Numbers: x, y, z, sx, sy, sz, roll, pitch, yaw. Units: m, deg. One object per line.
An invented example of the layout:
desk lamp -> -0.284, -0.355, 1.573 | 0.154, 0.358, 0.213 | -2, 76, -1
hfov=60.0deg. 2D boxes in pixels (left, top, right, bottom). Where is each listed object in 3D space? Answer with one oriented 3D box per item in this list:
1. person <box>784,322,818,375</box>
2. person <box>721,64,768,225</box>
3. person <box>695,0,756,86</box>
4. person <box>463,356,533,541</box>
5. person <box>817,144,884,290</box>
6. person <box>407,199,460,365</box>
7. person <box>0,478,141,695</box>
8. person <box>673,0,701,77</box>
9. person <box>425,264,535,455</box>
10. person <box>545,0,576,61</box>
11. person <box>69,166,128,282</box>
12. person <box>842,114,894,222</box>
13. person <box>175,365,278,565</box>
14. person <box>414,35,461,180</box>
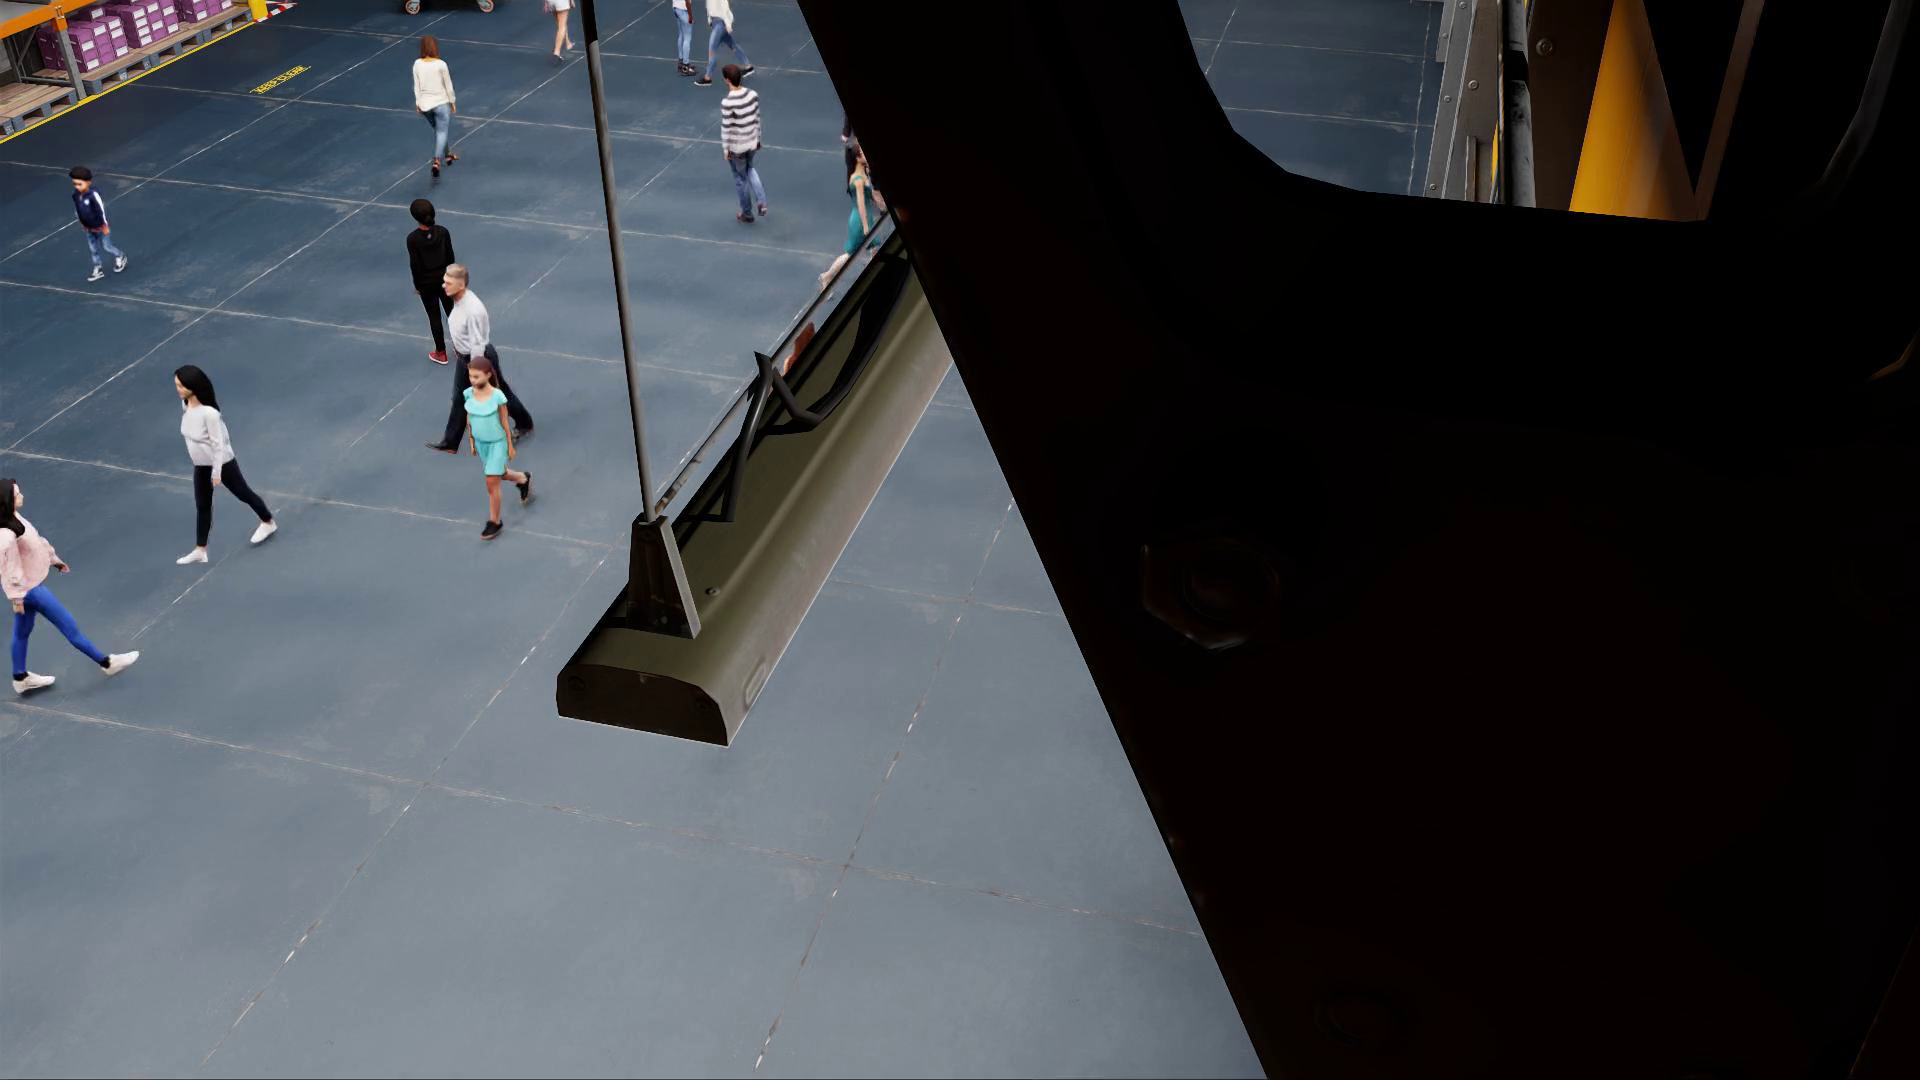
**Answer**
person -> -1.253, -0.963, 13.651 | 0.656, 1.713, 0.681 | 1, 34, 2
person -> -2.393, -4.419, 18.744 | 0.836, 1.831, 0.901 | -25, 41, -33
person -> -3.220, -7.122, 22.976 | 1.161, 1.647, 1.141 | -16, 37, -22
person -> -3.778, -0.817, 13.592 | 0.636, 1.536, 1.031 | 13, 36, 18
person -> -1.110, -3.255, 17.152 | 0.809, 1.654, 1.028 | 0, 34, 1
person -> -5.038, -2.496, 15.991 | 0.662, 1.675, 0.745 | -23, 40, -31
person -> -6.627, 0.365, 11.646 | 1.144, 1.721, 1.105 | -17, 37, -23
person -> -3.895, -7.431, 23.376 | 0.709, 1.720, 0.644 | -17, 37, -23
person -> -4.137, -1.588, 14.547 | 1.300, 1.763, 1.153 | -23, 40, -31
person -> -5.804, -7.713, 23.934 | 0.555, 1.571, 1.056 | 9, 35, 13
person -> -9.232, -3.415, 17.790 | 0.551, 1.215, 0.728 | 11, 35, 15
person -> -1.073, -4.649, 19.056 | 1.338, 1.869, 1.294 | -28, 43, -35
person -> -5.824, -0.633, 13.206 | 0.847, 1.658, 1.157 | 19, 38, 26
person -> -6.365, -5.189, 20.076 | 0.698, 1.640, 1.074 | 5, 34, 7
